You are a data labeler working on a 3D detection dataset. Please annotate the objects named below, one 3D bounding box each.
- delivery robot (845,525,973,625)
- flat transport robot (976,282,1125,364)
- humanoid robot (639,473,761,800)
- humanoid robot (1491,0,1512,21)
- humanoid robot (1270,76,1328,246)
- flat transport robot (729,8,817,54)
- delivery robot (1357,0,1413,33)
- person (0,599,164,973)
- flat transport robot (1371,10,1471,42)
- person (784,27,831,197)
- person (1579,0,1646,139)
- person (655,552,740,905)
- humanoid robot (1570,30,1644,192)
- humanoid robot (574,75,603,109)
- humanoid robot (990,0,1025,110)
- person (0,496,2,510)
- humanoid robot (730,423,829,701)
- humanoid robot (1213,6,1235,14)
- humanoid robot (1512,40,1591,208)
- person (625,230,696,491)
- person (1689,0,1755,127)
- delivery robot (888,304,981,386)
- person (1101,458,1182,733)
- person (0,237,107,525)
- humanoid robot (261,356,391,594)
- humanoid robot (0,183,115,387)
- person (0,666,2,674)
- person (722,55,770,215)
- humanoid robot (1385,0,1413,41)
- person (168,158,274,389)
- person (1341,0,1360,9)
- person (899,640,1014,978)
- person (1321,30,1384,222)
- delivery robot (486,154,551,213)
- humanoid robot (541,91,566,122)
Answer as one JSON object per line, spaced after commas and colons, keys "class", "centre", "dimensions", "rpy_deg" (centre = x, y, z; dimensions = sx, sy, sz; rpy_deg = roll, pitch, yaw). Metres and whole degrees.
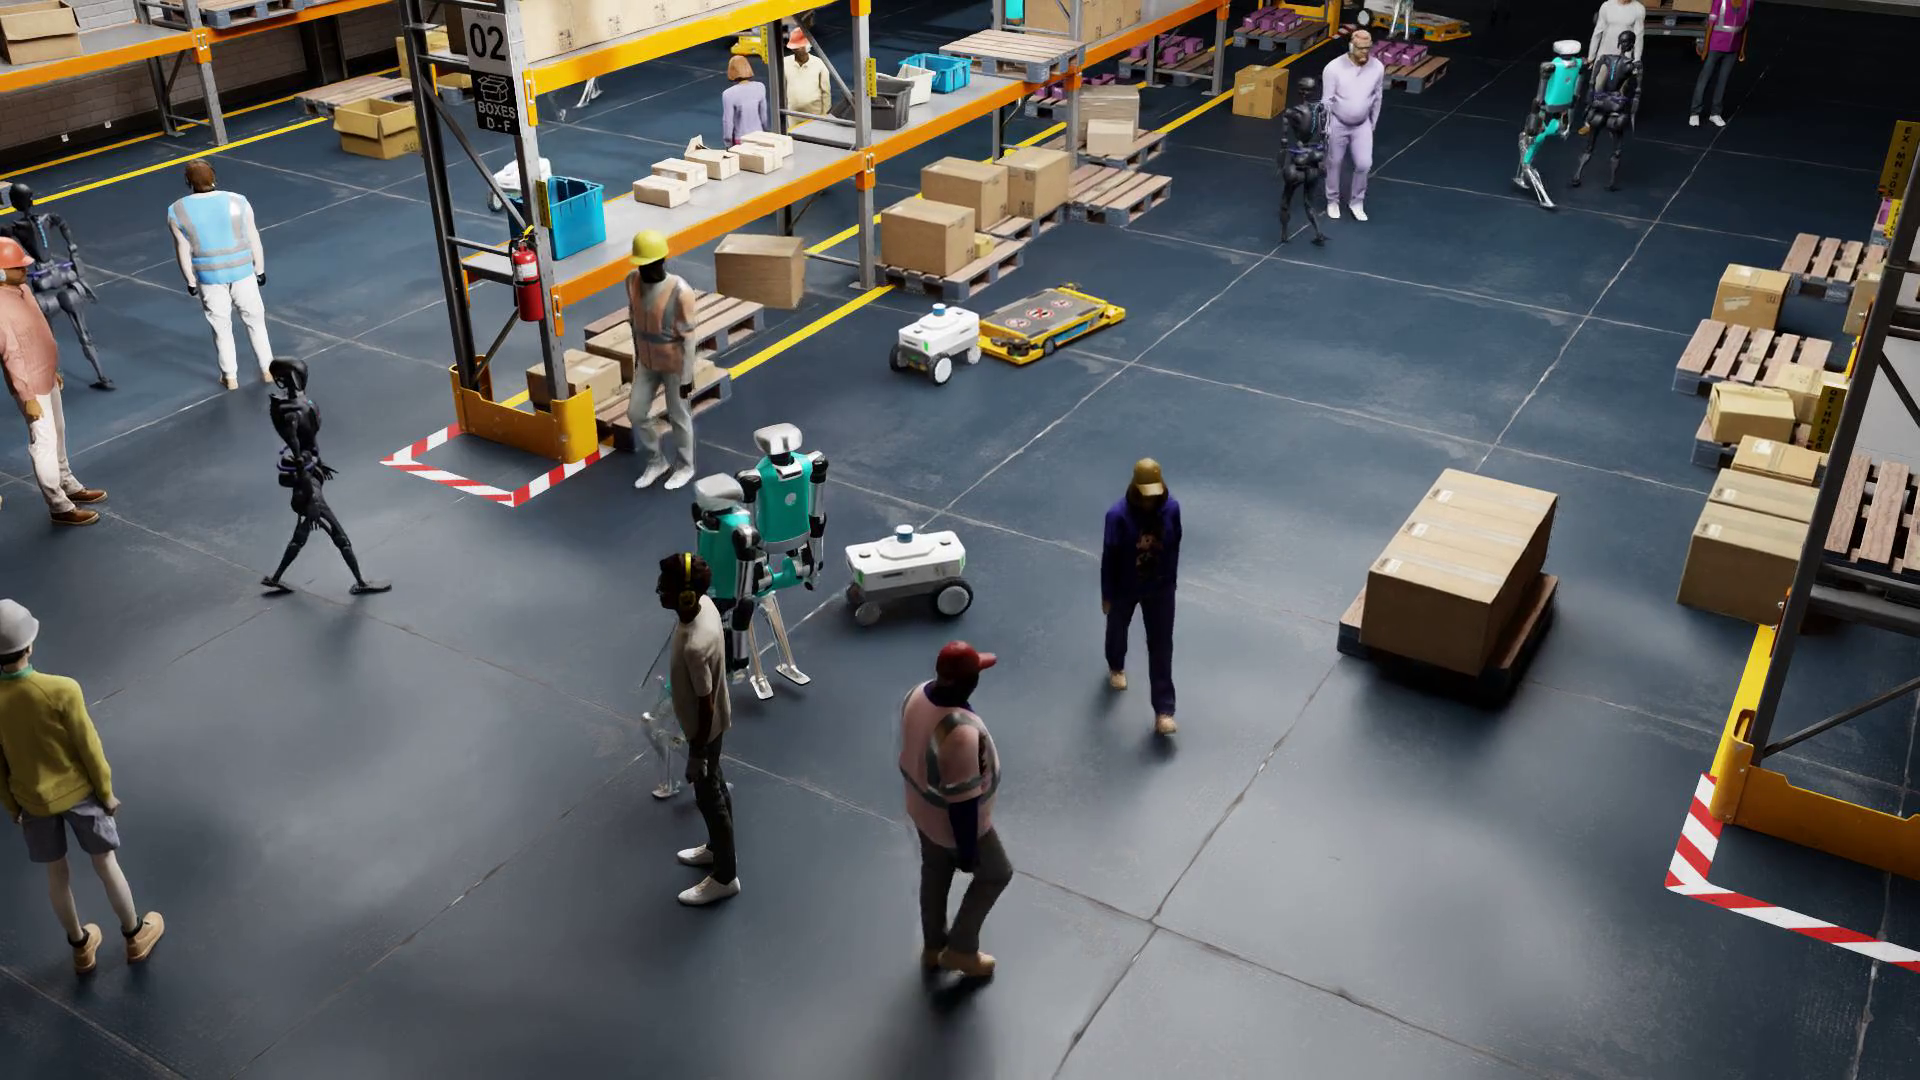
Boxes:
{"class": "delivery robot", "centre": [-0.325, 0.191, 10.317], "dimensions": [0.802, 0.598, 0.499], "rpy_deg": [-9, 31, -15]}
{"class": "flat transport robot", "centre": [0.726, -1.861, 14.234], "dimensions": [0.659, 0.231, 1.431], "rpy_deg": [24, 37, 36]}
{"class": "humanoid robot", "centre": [-1.402, 0.586, 8.448], "dimensions": [0.856, 1.788, 0.558], "rpy_deg": [-20, 35, -31]}
{"class": "humanoid robot", "centre": [8.174, -8.595, 24.742], "dimensions": [0.612, 1.644, 0.661], "rpy_deg": [10, 31, 17]}
{"class": "humanoid robot", "centre": [3.296, -3.597, 15.912], "dimensions": [0.591, 1.649, 0.421], "rpy_deg": [-17, 33, -27]}
{"class": "flat transport robot", "centre": [-2.725, -7.129, 23.552], "dimensions": [0.659, 0.231, 1.431], "rpy_deg": [5, 30, 8]}
{"class": "delivery robot", "centre": [6.261, -7.770, 24.415], "dimensions": [0.499, 0.614, 0.818], "rpy_deg": [-22, 36, -34]}
{"class": "person", "centre": [-3.978, 1.115, 7.325], "dimensions": [0.470, 1.891, 0.400], "rpy_deg": [-6, 30, -11]}
{"class": "flat transport robot", "centre": [6.667, -7.501, 24.210], "dimensions": [0.659, 0.231, 1.431], "rpy_deg": [-19, 35, -30]}
{"class": "person", "centre": [-1.617, -4.442, 17.292], "dimensions": [0.564, 1.748, 0.336], "rpy_deg": [8, 30, 13]}
{"class": "person", "centre": [7.549, -5.577, 19.179], "dimensions": [0.582, 1.884, 0.411], "rpy_deg": [15, 33, 24]}
{"class": "person", "centre": [-1.231, 0.873, 7.766], "dimensions": [0.329, 1.876, 0.509], "rpy_deg": [-4, 30, -7]}
{"class": "humanoid robot", "centre": [6.822, -4.509, 17.492], "dimensions": [0.610, 1.636, 0.394], "rpy_deg": [24, 37, 35]}
{"class": "humanoid robot", "centre": [-4.621, -6.296, 20.603], "dimensions": [0.548, 1.779, 0.873], "rpy_deg": [15, 33, 25]}
{"class": "humanoid robot", "centre": [0.649, -6.173, 20.402], "dimensions": [0.541, 1.797, 0.825], "rpy_deg": [3, 30, 6]}
{"class": "person", "centre": [-6.862, -1.036, 11.024], "dimensions": [0.610, 1.994, 0.378], "rpy_deg": [-25, 38, -37]}
{"class": "humanoid robot", "centre": [-1.079, 0.059, 9.210], "dimensions": [0.533, 1.677, 0.735], "rpy_deg": [-18, 34, -29]}
{"class": "humanoid robot", "centre": [4.018, -8.824, 25.148], "dimensions": [0.696, 1.632, 0.612], "rpy_deg": [-22, 36, -34]}
{"class": "humanoid robot", "centre": [5.953, -4.314, 17.127], "dimensions": [0.540, 1.752, 1.010], "rpy_deg": [-9, 31, -16]}
{"class": "person", "centre": [-2.084, -1.194, 11.384], "dimensions": [0.601, 1.908, 0.561], "rpy_deg": [17, 34, 27]}
{"class": "person", "centre": [9.027, -5.819, 19.632], "dimensions": [0.509, 1.846, 0.342], "rpy_deg": [0, 29, 1]}
{"class": "delivery robot", "centre": [-0.187, -1.608, 13.509], "dimensions": [0.499, 0.608, 0.790], "rpy_deg": [23, 36, 34]}
{"class": "person", "centre": [0.992, 0.275, 9.121], "dimensions": [0.472, 1.575, 0.869], "rpy_deg": [-4, 30, -7]}
{"class": "person", "centre": [-6.134, -1.056, 11.059], "dimensions": [0.379, 1.994, 0.611], "rpy_deg": [-7, 30, -12]}
{"class": "humanoid robot", "centre": [-4.044, -0.377, 10.247], "dimensions": [0.788, 1.645, 0.609], "rpy_deg": [-7, 30, -13]}
{"class": "humanoid robot", "centre": [-7.134, -1.979, 13.045], "dimensions": [0.766, 1.626, 0.616], "rpy_deg": [18, 34, 29]}
{"class": "person", "centre": [-5.579, 0.076, 9.098], "dimensions": [0.381, 1.957, 0.600], "rpy_deg": [3, 30, 6]}
{"class": "person", "centre": [-2.150, -4.033, 16.699], "dimensions": [0.501, 1.628, 0.280], "rpy_deg": [-21, 36, -32]}
{"class": "humanoid robot", "centre": [6.343, -7.915, 23.491], "dimensions": [0.536, 1.810, 0.804], "rpy_deg": [6, 30, 10]}
{"class": "person", "centre": [-5.761, -2.083, 13.027], "dimensions": [0.624, 1.846, 0.429], "rpy_deg": [-15, 33, -24]}
{"class": "person", "centre": [5.987, -9.042, 25.428], "dimensions": [0.345, 1.746, 0.571], "rpy_deg": [-12, 32, -21]}
{"class": "person", "centre": [-0.018, 1.192, 7.342], "dimensions": [0.444, 1.737, 0.595], "rpy_deg": [-15, 33, -25]}
{"class": "person", "centre": [3.889, -4.090, 16.531], "dimensions": [0.646, 1.886, 0.616], "rpy_deg": [-2, 30, -3]}
{"class": "delivery robot", "centre": [-4.519, -3.701, 17.182], "dimensions": [0.499, 0.580, 0.766], "rpy_deg": [8, 30, 13]}
{"class": "humanoid robot", "centre": [-5.081, -5.704, 19.606], "dimensions": [0.877, 1.840, 0.555], "rpy_deg": [-23, 37, -34]}
